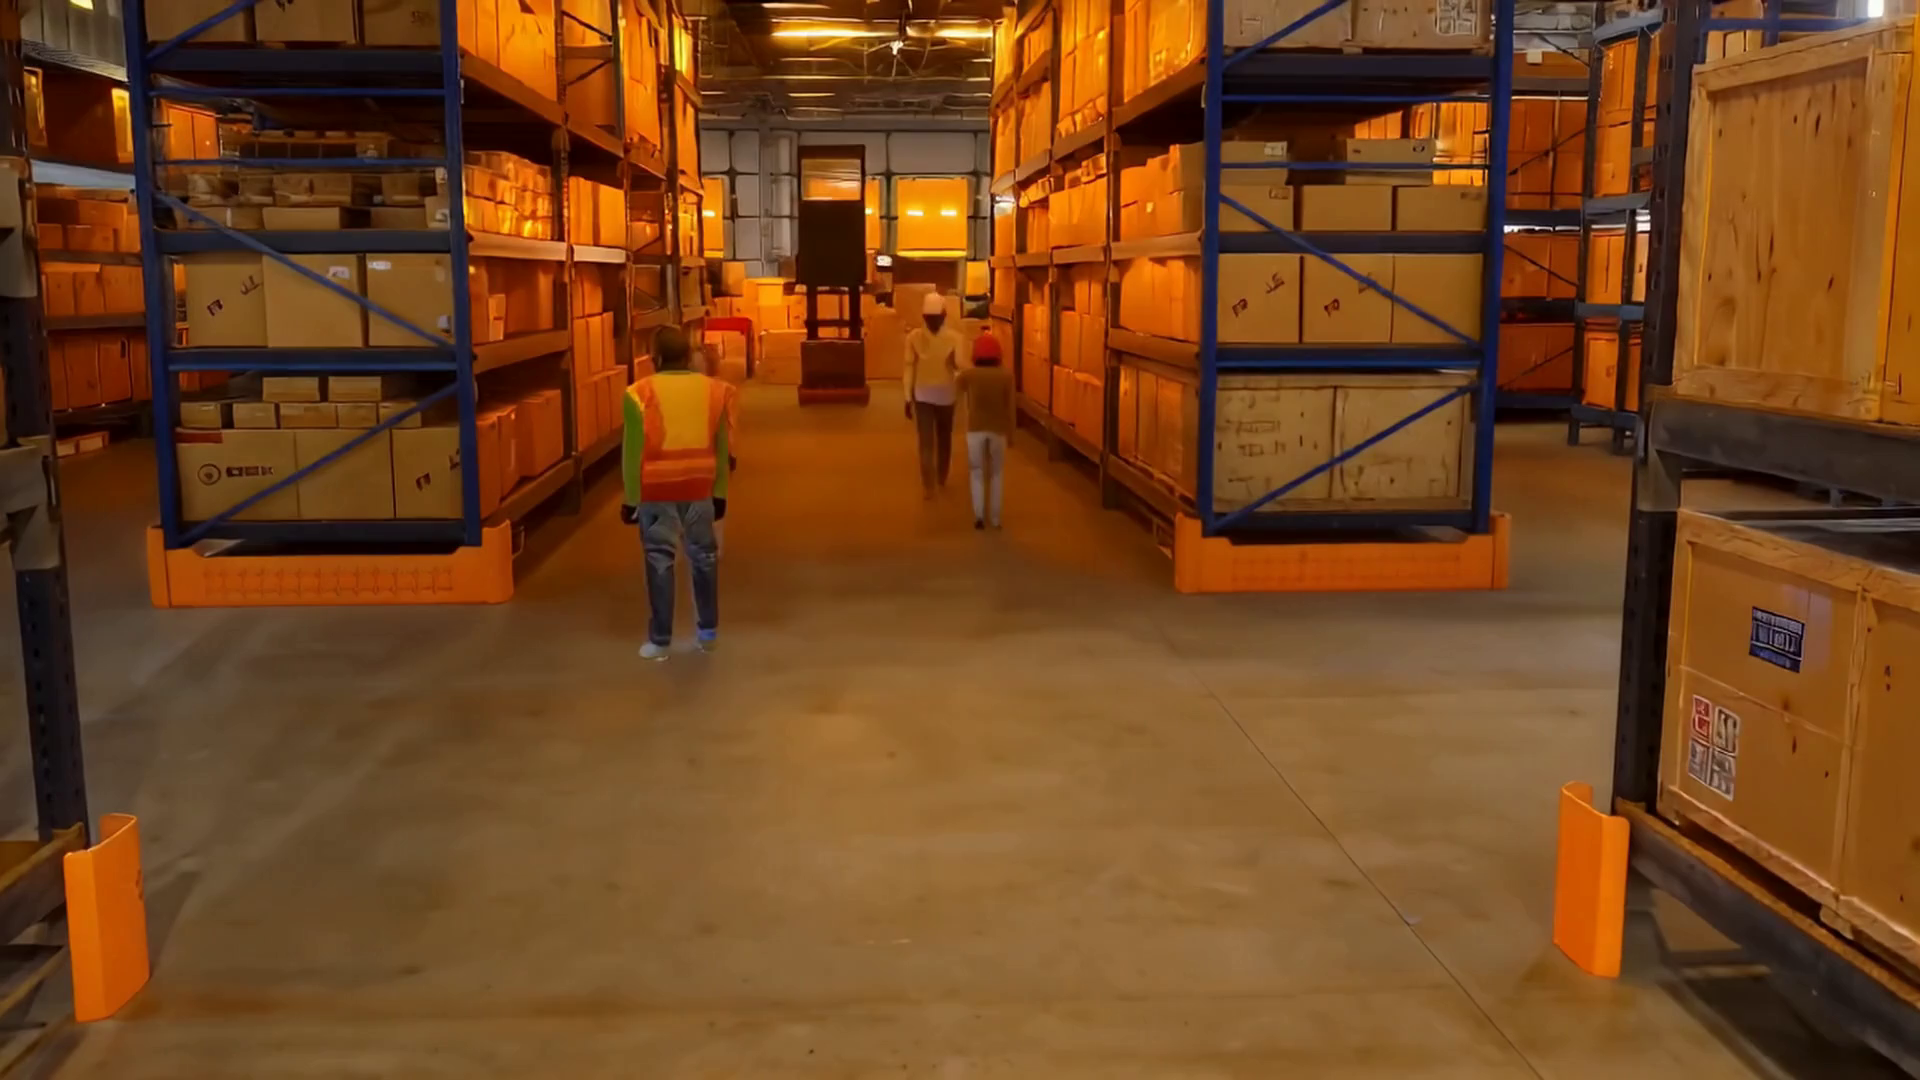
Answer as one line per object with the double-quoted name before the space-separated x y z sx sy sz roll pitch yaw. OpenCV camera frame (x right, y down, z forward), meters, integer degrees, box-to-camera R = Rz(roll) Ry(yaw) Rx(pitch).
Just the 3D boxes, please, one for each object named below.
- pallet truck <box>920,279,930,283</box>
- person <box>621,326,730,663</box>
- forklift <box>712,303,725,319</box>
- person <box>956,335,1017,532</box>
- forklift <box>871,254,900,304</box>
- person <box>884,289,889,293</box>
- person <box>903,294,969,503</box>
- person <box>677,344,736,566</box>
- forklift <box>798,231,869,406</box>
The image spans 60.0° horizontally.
"pallet truck" -0.932 -8.922 63.114 1.885 1.965 0.823 2 9 13
"person" -1.574 -0.249 9.157 0.637 1.840 0.429 -6 11 -33
"forklift" -9.166 -8.488 57.628 1.873 2.768 1.129 -4 10 -21
"person" 0.222 -0.871 13.779 0.501 1.645 0.408 0 9 -3
"forklift" -2.482 -8.176 55.669 1.129 2.768 1.873 -6 11 -32
"person" -2.582 -7.953 58.146 0.310 1.642 0.514 -1 9 -7
"person" -0.224 -1.359 15.808 0.633 1.947 1.016 0 9 -2
"person" -1.902 -0.615 12.138 0.556 1.617 0.585 1 9 9
"forklift" -2.067 -3.617 27.042 1.129 2.768 1.873 -1 9 -4
